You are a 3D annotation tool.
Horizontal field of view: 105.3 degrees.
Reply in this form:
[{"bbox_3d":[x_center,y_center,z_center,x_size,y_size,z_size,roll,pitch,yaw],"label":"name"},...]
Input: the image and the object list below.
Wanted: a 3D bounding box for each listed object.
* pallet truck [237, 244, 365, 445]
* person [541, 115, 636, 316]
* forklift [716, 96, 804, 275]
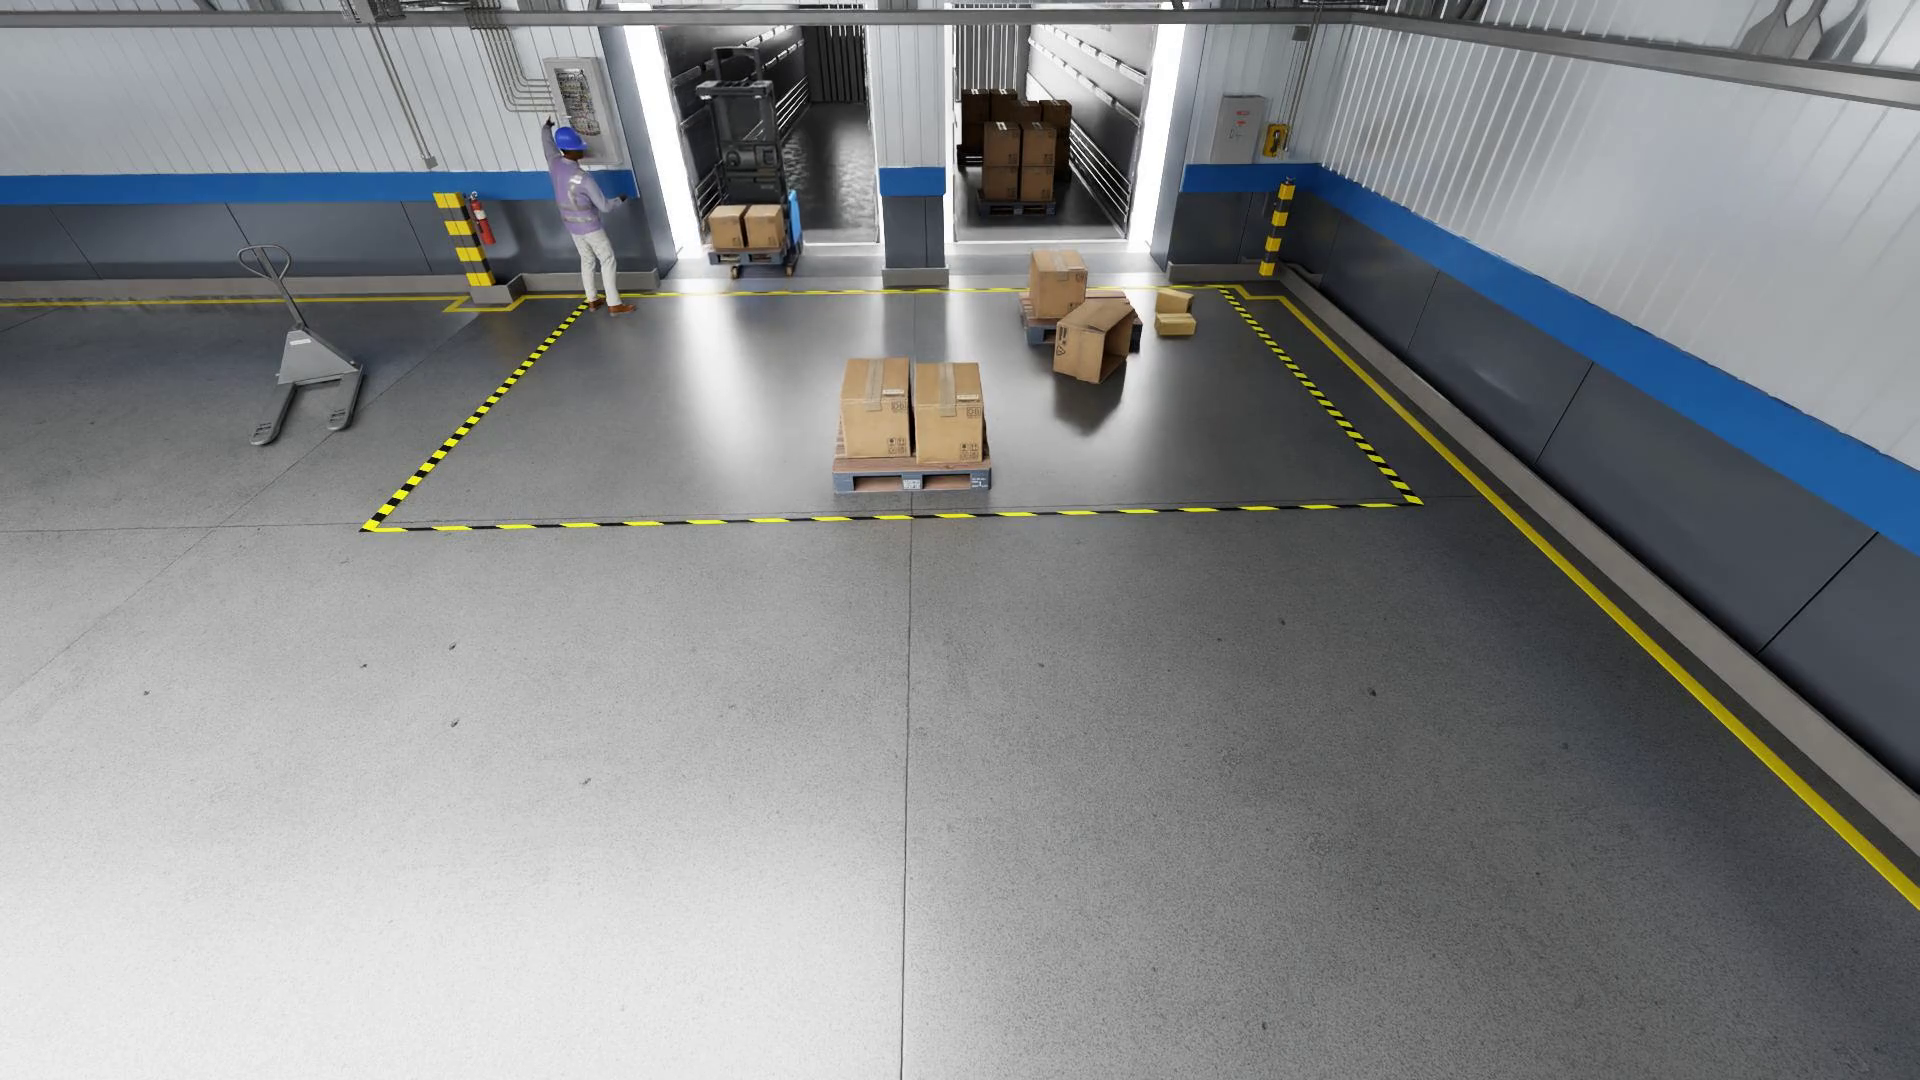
[{"bbox_3d":[-5.915,-1.733,6.366,0.680,1.201,1.601,-18,42,-21],"label":"pallet truck"},{"bbox_3d":[-4.144,-3.547,8.119,1.090,1.906,0.683,20,43,24],"label":"person"},{"bbox_3d":[-2.557,-4.682,9.438,0.716,2.013,0.776,-1,38,-2],"label":"forklift"}]
